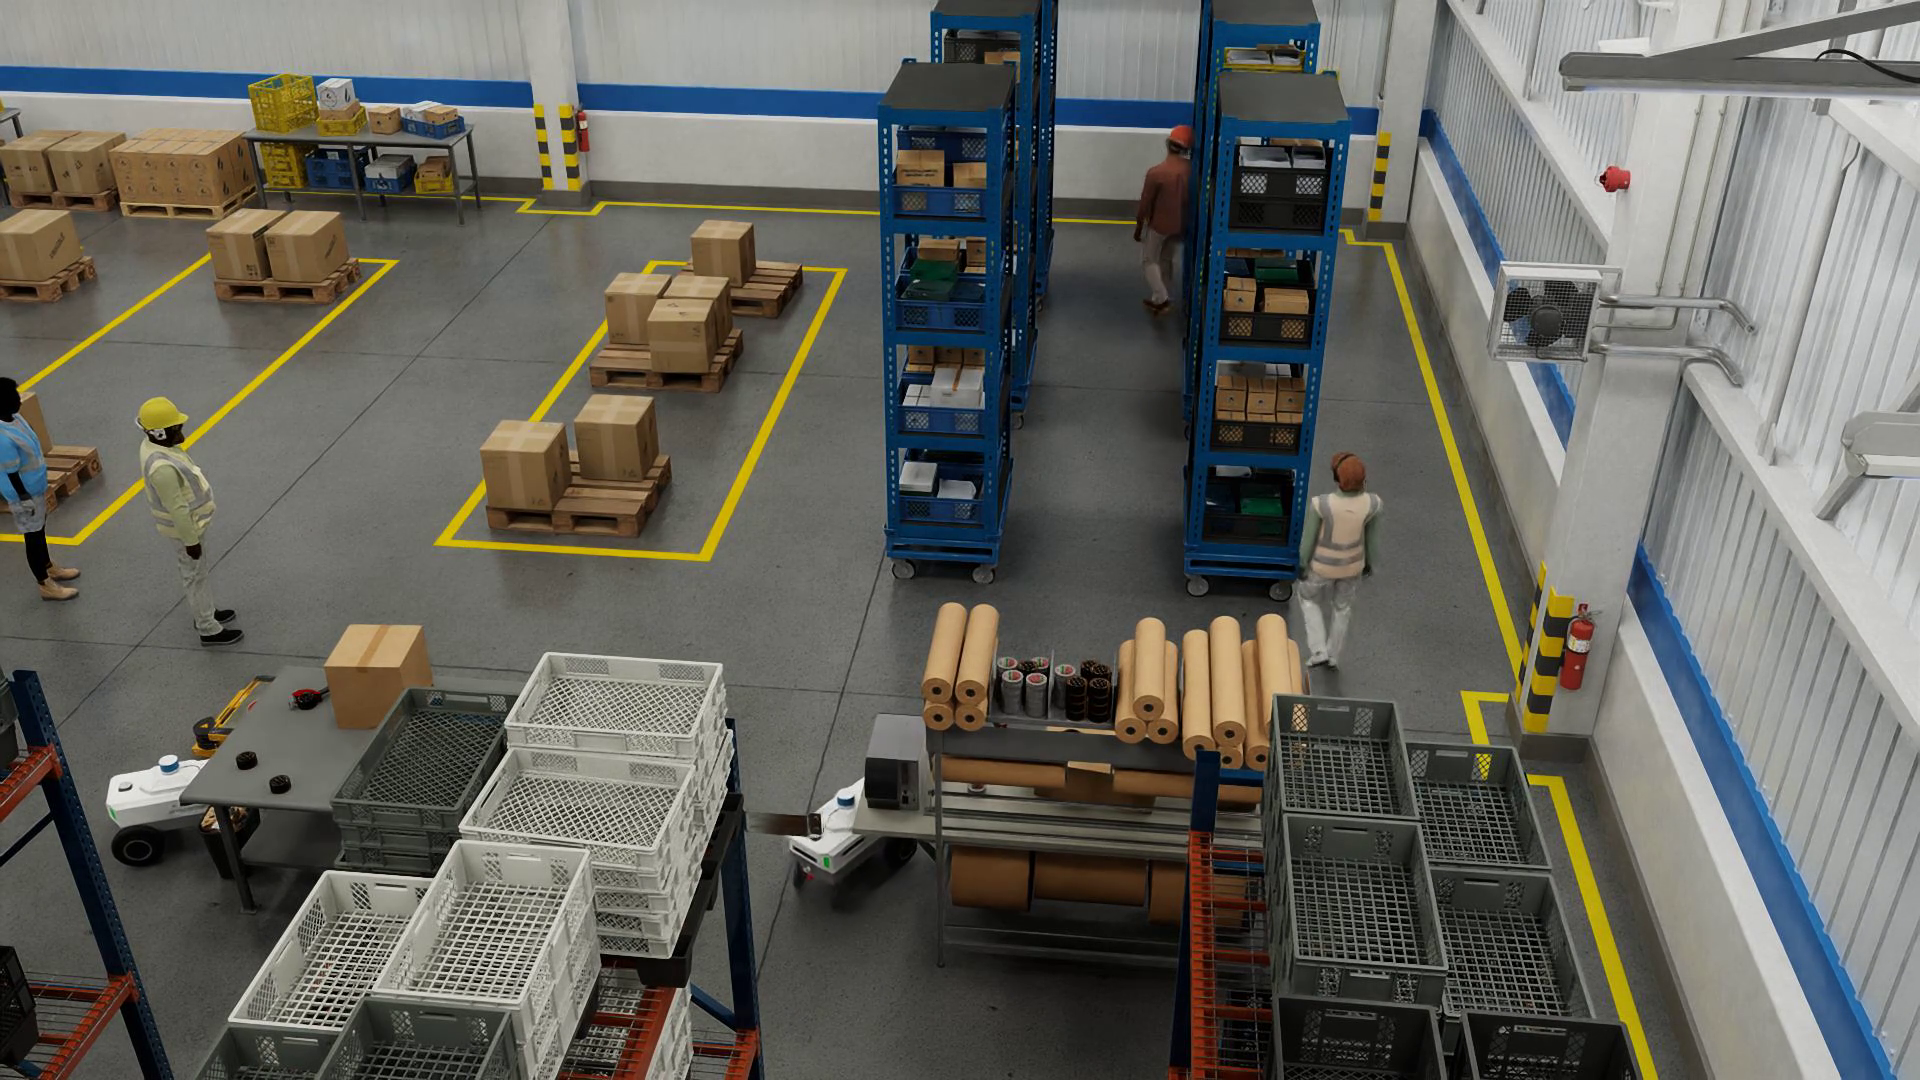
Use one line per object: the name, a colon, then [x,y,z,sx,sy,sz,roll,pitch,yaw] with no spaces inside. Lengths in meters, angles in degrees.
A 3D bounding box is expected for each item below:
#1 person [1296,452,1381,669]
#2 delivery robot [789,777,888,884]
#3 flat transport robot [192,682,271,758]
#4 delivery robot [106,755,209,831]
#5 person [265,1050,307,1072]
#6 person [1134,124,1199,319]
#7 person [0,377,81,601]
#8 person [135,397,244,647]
person: [2.491,0.160,11.027,0.534,1.629,0.368,-4,30,-7]
delivery robot: [-0.643,1.633,9.471,0.477,0.478,0.707,22,37,33]
flat transport robot: [-4.089,1.163,10.648,1.431,0.197,0.652,3,30,6]
delivery robot: [-4.579,1.478,9.737,0.707,0.478,0.477,-9,32,-15]
person: [-2.417,2.688,6.395,0.626,1.932,0.364,-25,38,-36]
person: [2.026,-3.110,16.324,0.643,1.955,0.578,-13,33,-22]
person: [-6.660,-0.373,11.878,0.319,1.697,0.532,-11,32,-17]
person: [-5.268,-0.133,11.332,0.404,1.831,0.600,-15,34,-25]
